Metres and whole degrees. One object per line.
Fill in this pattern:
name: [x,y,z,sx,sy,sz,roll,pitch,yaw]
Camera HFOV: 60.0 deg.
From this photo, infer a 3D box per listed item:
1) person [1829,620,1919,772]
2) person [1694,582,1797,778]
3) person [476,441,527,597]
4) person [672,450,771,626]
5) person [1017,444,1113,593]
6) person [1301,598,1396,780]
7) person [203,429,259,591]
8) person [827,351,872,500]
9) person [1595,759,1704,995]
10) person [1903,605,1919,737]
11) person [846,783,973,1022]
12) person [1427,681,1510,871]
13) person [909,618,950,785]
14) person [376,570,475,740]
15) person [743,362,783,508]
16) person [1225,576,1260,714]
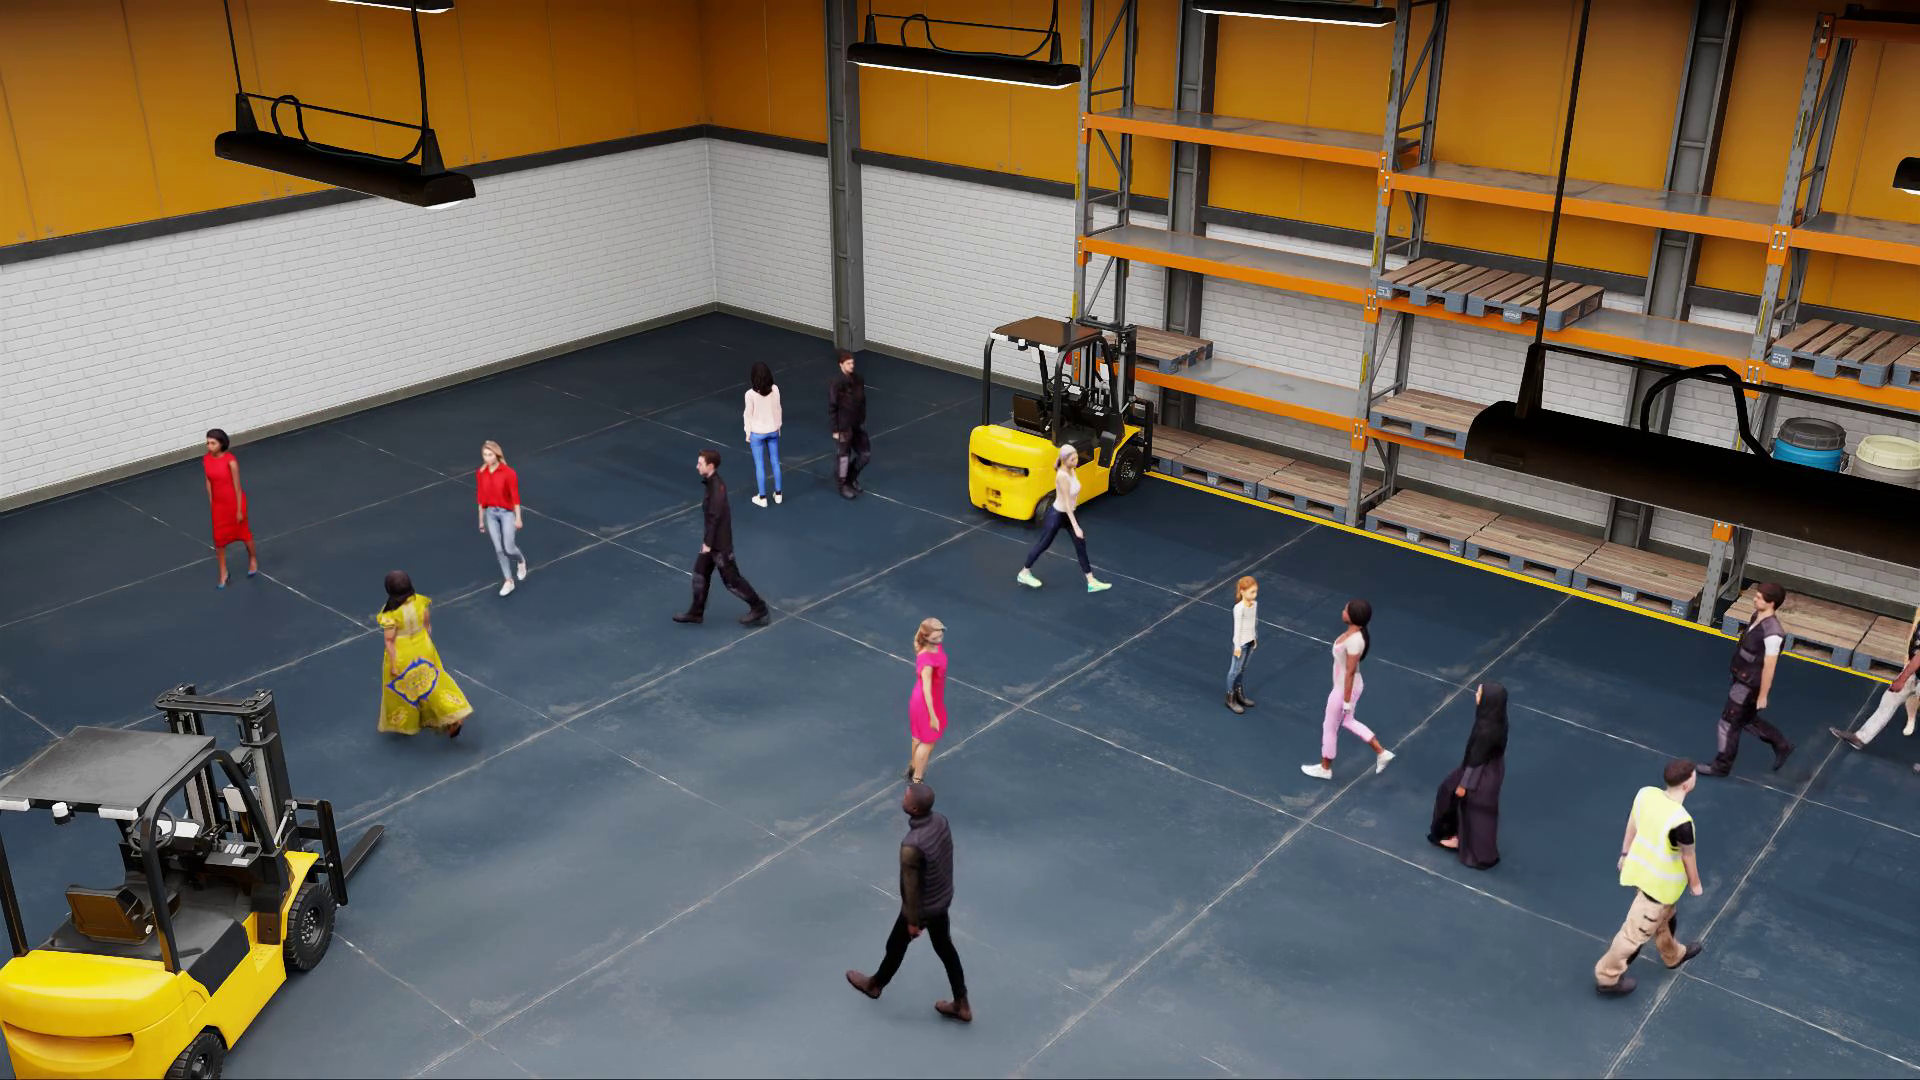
person: [8.252,1.203,14.054,1.278,1.747,0.860,11,26,24]
person: [6.742,1.197,13.966,1.141,1.828,0.951,5,24,11]
person: [-4.795,-0.265,17.481,0.787,1.692,0.841,4,24,10]
person: [-2.345,0.019,16.607,1.175,1.872,1.242,-7,25,-16]
person: [0.963,-0.190,17.371,1.320,1.643,0.905,8,25,17]
person: [3.321,1.277,13.911,1.041,1.726,0.744,10,26,22]
person: [-7.730,-0.384,17.719,0.934,1.720,0.934,3,24,7]
person: [-1.392,-1.396,19.897,0.761,1.829,0.669,-22,32,-40]
person: [4.711,2.345,11.381,1.201,1.796,1.187,-4,24,-9]
person: [8.587,1.014,14.658,0.640,1.611,0.791,3,24,6]
person: [-0.153,2.466,11.113,1.207,1.789,0.879,12,26,25]
person: [4.098,1.822,12.815,0.878,1.607,0.741,11,26,23]
person: [-0.316,1.349,13.793,0.832,1.689,0.825,-3,24,-7]
person: [-4.756,1.046,14.556,1.086,1.634,0.740,17,29,33]
person: [-2.312,-1.258,19.656,0.712,1.769,0.681,-12,26,-26]
person: [2.585,0.935,15.208,0.450,1.314,0.465,19,30,36]
